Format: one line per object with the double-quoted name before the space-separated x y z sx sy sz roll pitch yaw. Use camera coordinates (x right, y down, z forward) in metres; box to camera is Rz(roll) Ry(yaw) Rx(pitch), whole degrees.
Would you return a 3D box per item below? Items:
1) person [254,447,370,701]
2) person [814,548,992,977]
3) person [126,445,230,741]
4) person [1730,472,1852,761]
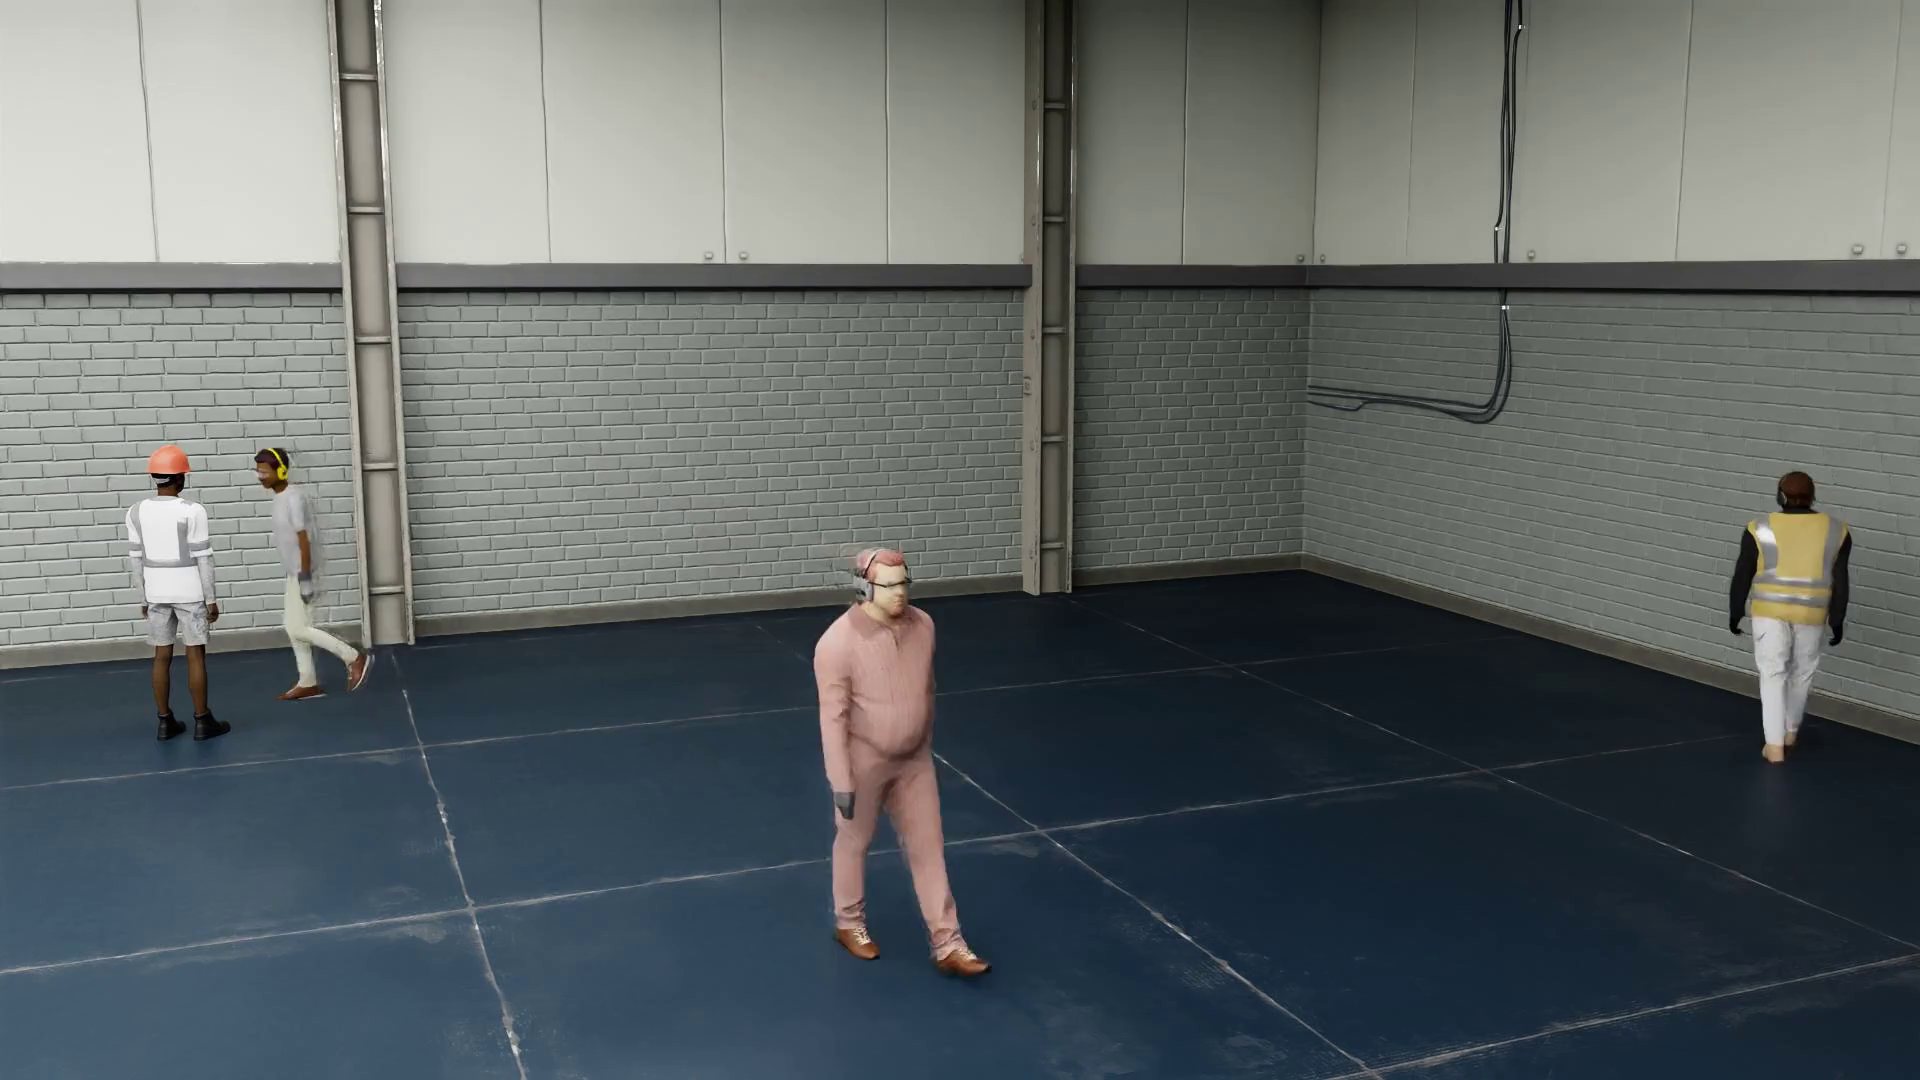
"person" -4.640 0.240 11.839 0.637 1.837 0.562 -5 11 -31
"person" -0.265 0.973 7.147 0.668 1.860 0.952 -7 12 -38
"person" -5.097 0.351 10.837 0.543 1.939 0.355 1 9 4
"person" 5.227 0.464 10.537 0.651 1.807 0.792 3 9 15
